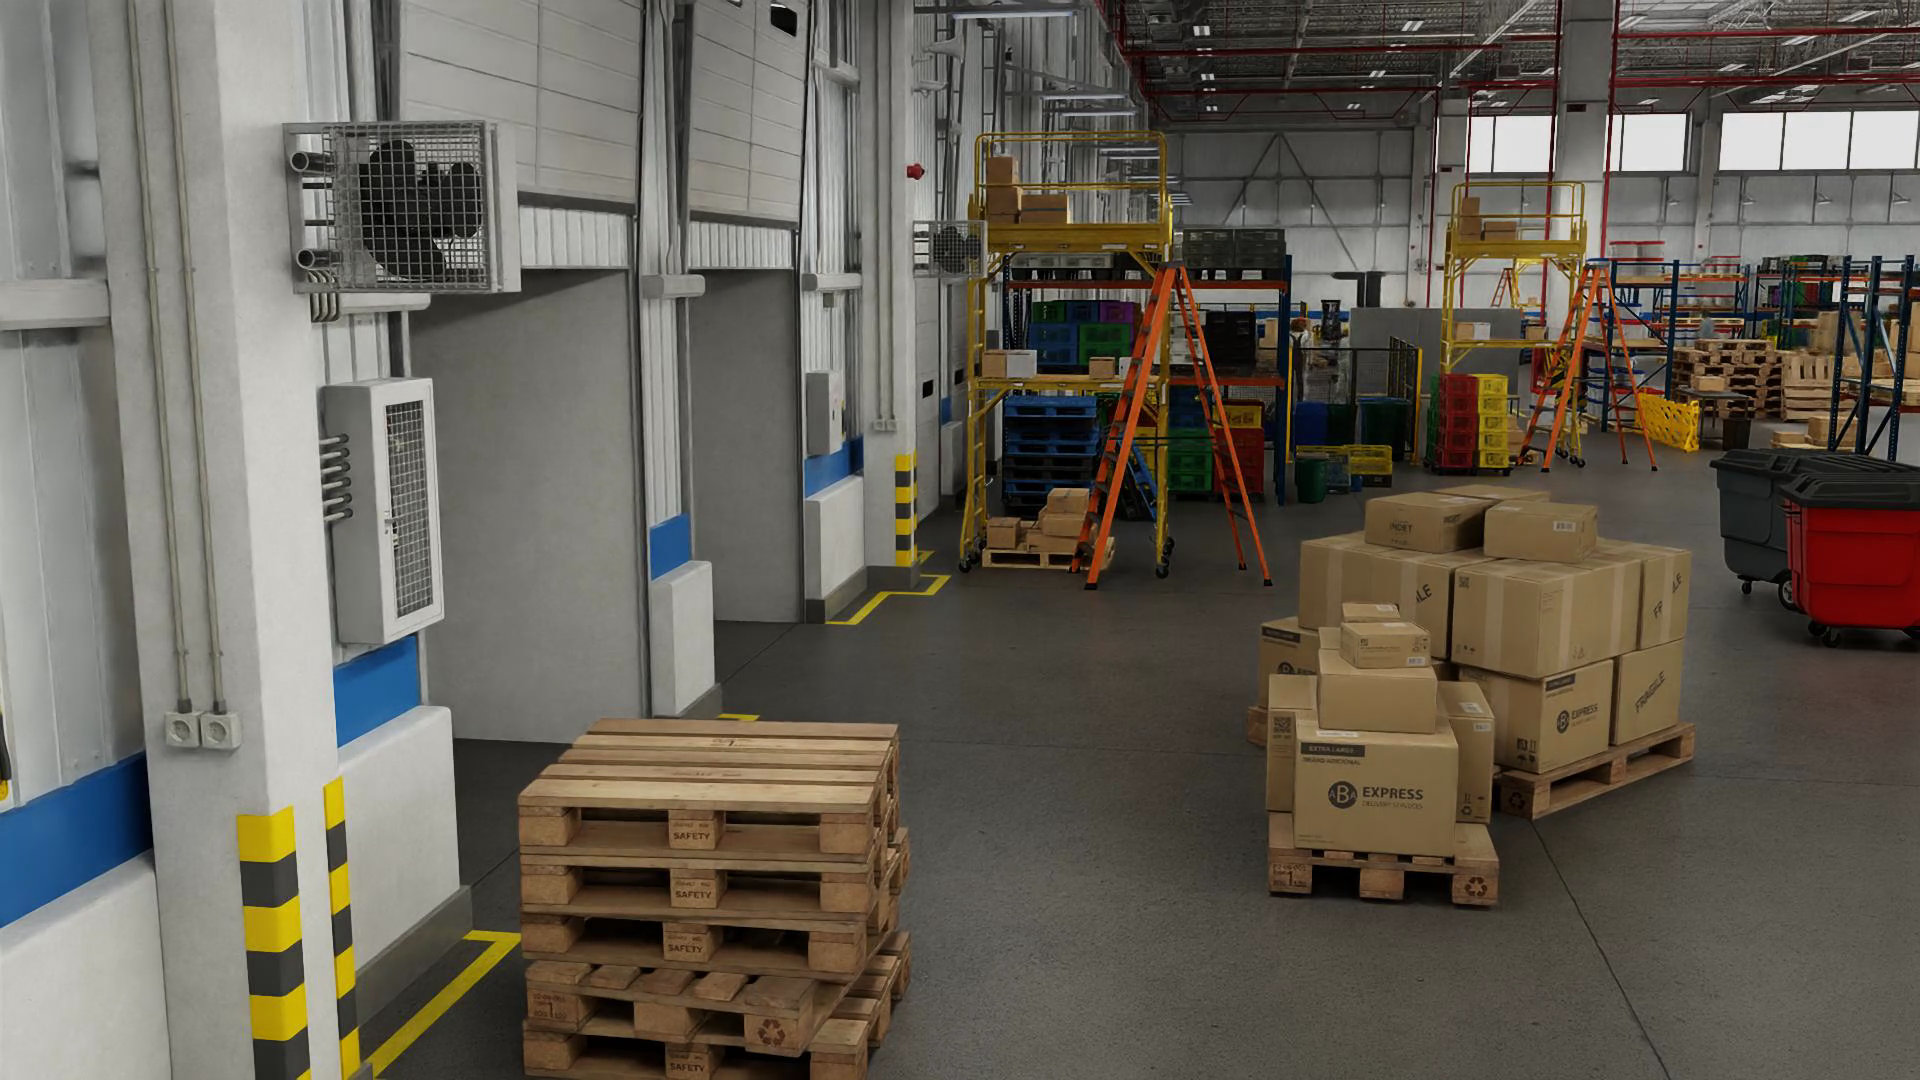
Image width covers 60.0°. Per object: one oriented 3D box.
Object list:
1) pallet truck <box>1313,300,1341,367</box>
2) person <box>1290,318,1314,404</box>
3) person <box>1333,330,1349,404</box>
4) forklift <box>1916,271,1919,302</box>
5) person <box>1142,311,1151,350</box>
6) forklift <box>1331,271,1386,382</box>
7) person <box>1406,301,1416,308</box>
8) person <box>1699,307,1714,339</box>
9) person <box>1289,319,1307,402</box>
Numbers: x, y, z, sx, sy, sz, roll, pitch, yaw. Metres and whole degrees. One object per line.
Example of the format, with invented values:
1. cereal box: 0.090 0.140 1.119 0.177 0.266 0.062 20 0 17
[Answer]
1. pallet truck: 11.159 -6.200 49.718 0.823 1.965 1.885 4 10 26
2. person: 7.121 -3.718 34.927 0.608 1.847 0.779 1 9 9
3. person: 8.255 -3.724 35.366 0.505 1.693 0.520 -6 11 -34
4. forklift: 27.383 -6.247 47.292 1.873 2.768 1.129 4 10 24
5. person: 5.467 -6.033 49.819 0.537 1.636 0.358 2 9 10
6. forklift: 10.436 -5.400 42.069 1.873 2.768 1.129 1 9 9
7. person: 14.321 -6.718 53.274 0.382 1.895 0.706 -4 10 -21
8. person: 18.693 -4.875 41.727 0.354 1.937 0.635 8 12 39
9. person: 6.893 -3.622 34.291 0.508 1.846 0.345 -1 9 -7
